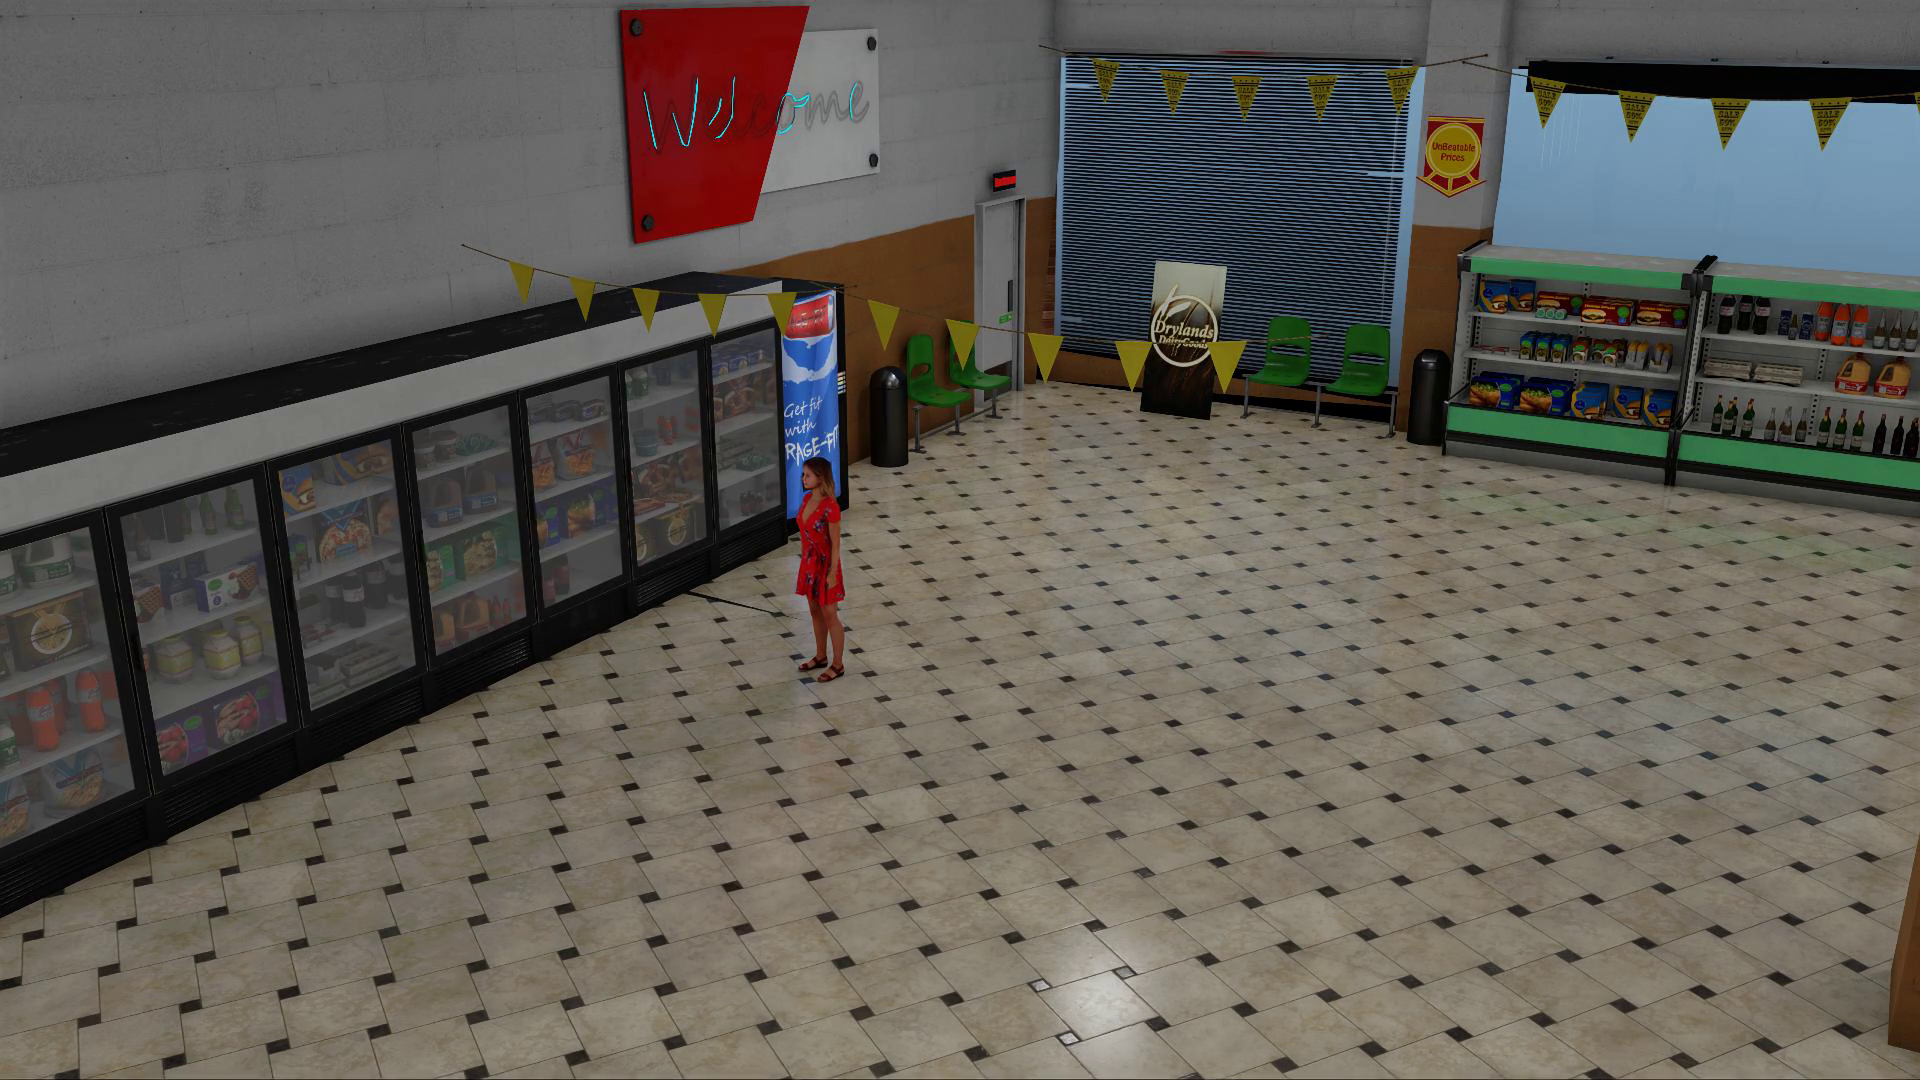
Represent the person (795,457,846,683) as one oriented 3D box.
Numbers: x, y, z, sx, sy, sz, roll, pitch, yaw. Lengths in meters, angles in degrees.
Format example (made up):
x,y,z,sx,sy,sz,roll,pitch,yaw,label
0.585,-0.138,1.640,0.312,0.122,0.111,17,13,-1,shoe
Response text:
x,y,z,sx,sy,sz,roll,pitch,yaw,label
-0.955,0.192,11.514,0.711,1.592,0.600,-13,23,-35,person
